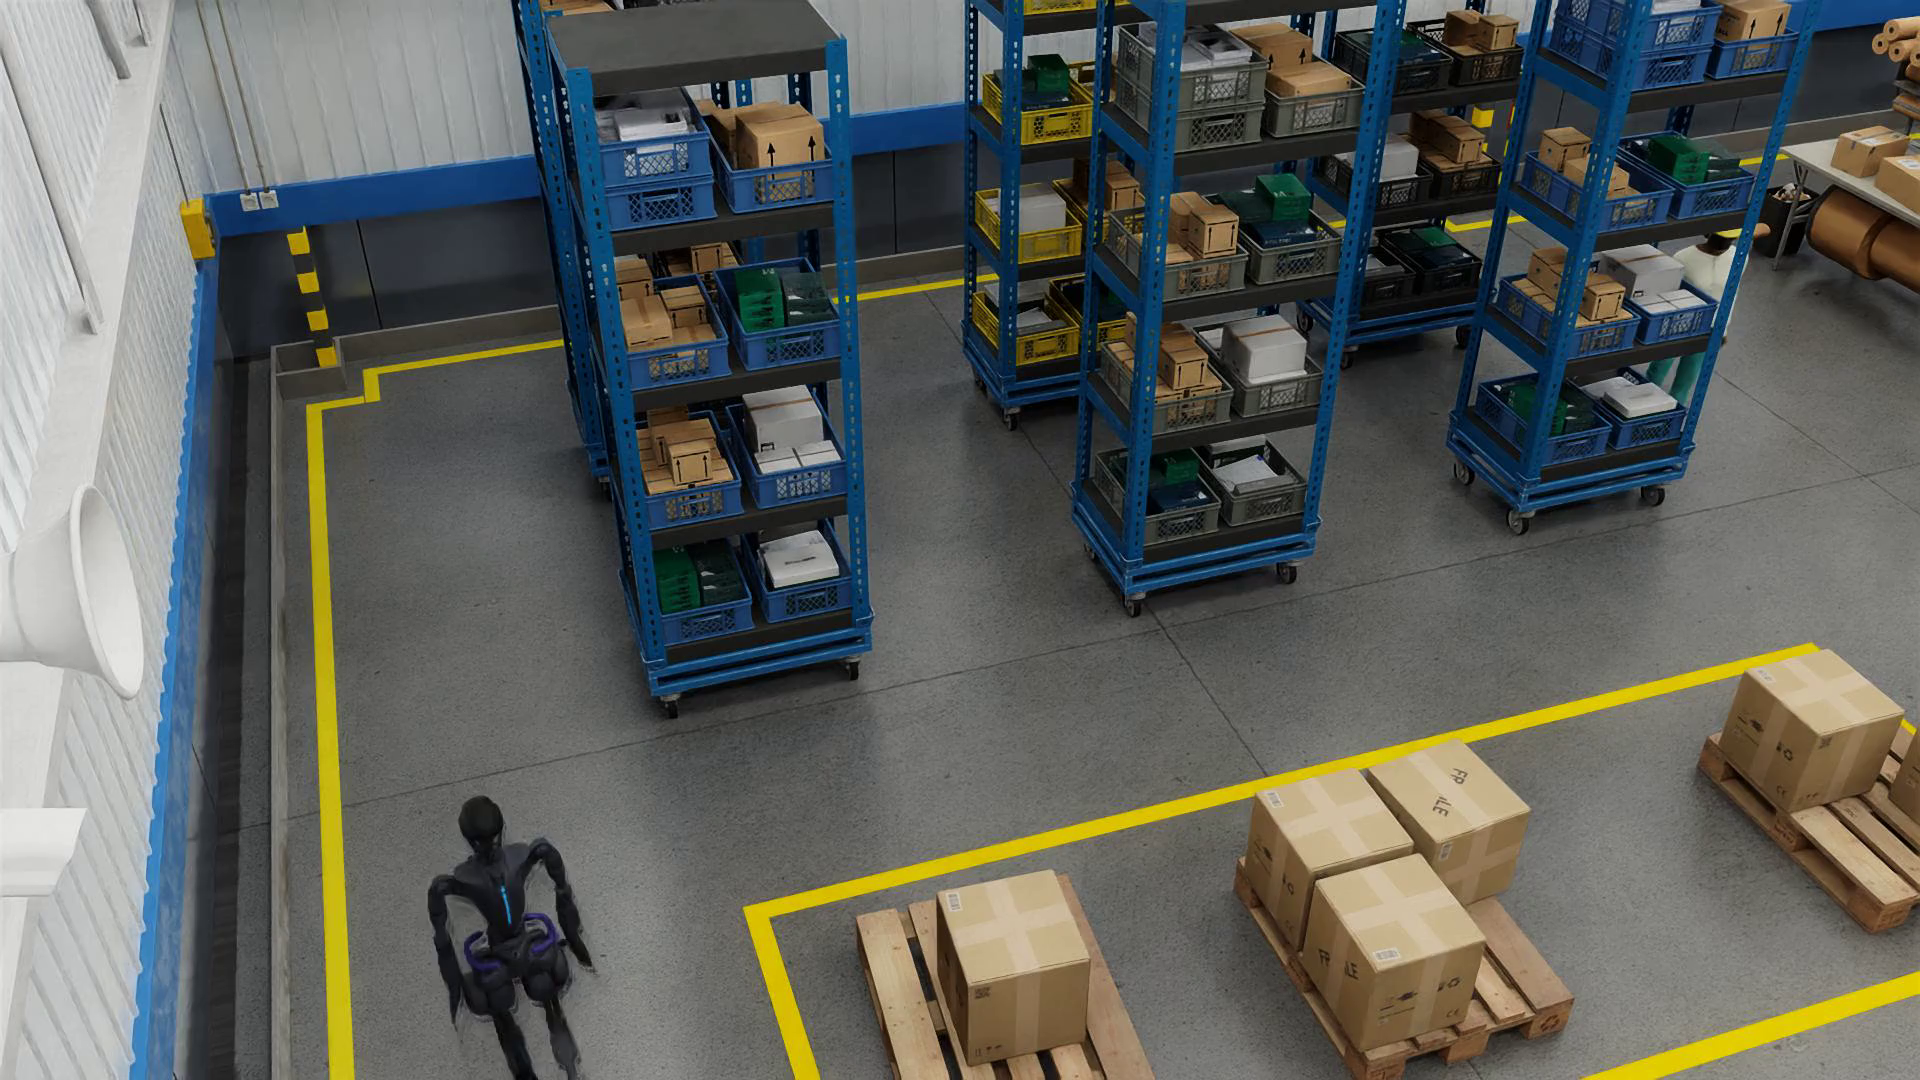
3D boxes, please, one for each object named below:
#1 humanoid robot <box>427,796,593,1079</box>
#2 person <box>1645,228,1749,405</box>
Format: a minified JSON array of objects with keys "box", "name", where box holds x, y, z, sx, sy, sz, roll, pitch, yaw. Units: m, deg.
[{"box":[-1.721,1.669,6.480,0.577,1.642,0.551,-17,39,-23],"name":"humanoid robot"},{"box":[4.691,-1.343,10.659,0.525,1.768,0.329,-5,35,-7],"name":"person"}]
